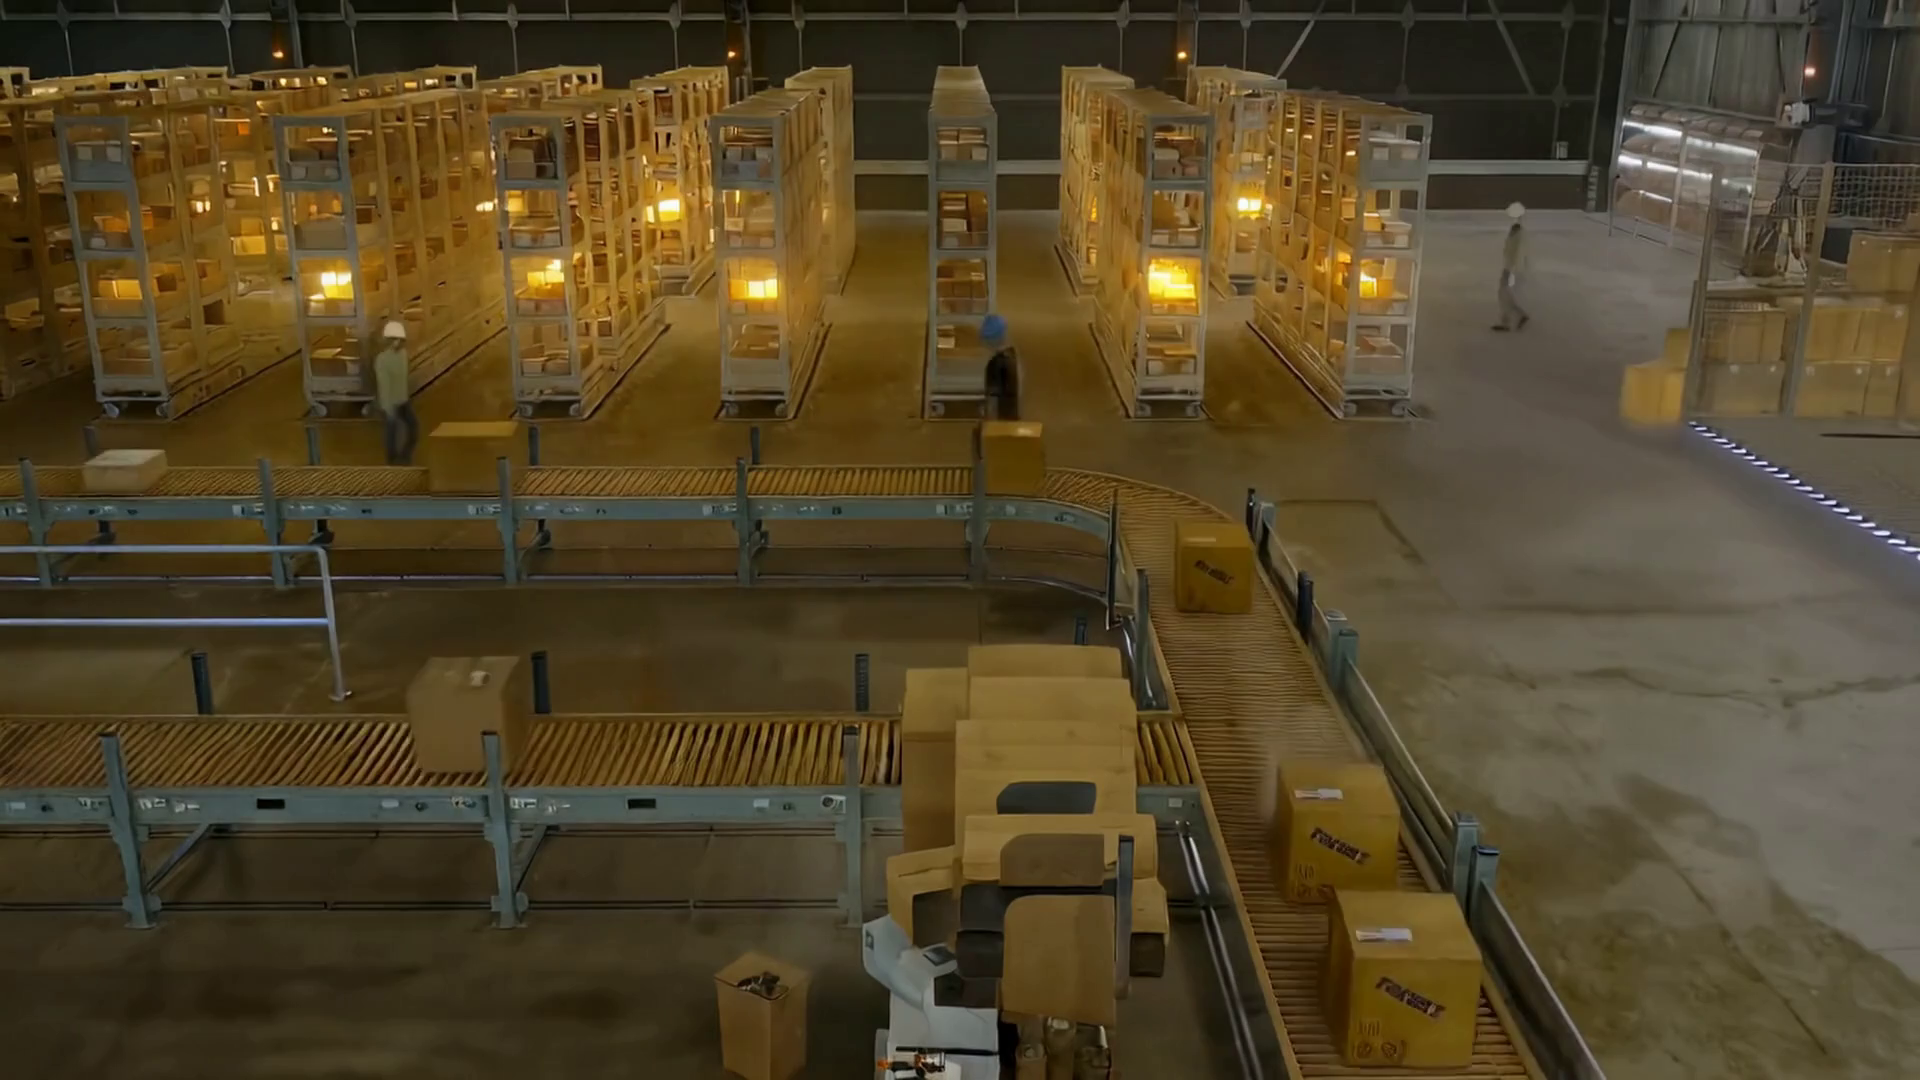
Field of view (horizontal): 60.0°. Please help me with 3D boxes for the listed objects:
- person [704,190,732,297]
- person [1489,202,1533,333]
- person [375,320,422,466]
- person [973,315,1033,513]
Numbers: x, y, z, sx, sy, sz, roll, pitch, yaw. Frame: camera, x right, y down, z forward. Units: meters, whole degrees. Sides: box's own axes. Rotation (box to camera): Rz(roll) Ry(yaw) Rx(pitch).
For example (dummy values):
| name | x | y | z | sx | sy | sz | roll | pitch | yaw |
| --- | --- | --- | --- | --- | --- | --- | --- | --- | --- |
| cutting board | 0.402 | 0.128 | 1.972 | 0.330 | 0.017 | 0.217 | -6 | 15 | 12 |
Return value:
| name | x | y | z | sx | sy | sz | roll | pitch | yaw |
| --- | --- | --- | --- | --- | --- | --- | --- | --- | --- |
| person | -4.127 | -5.020 | 28.154 | 0.757 | 1.819 | 0.607 | 4 | 18 | 13 |
| person | 8.352 | -4.074 | 24.990 | 0.532 | 1.978 | 0.620 | 10 | 20 | 28 |
| person | -5.777 | -1.386 | 17.073 | 0.411 | 1.748 | 0.539 | 7 | 19 | 20 |
| person | 0.385 | -1.196 | 16.078 | 0.482 | 2.010 | 0.666 | 6 | 19 | 17 |
